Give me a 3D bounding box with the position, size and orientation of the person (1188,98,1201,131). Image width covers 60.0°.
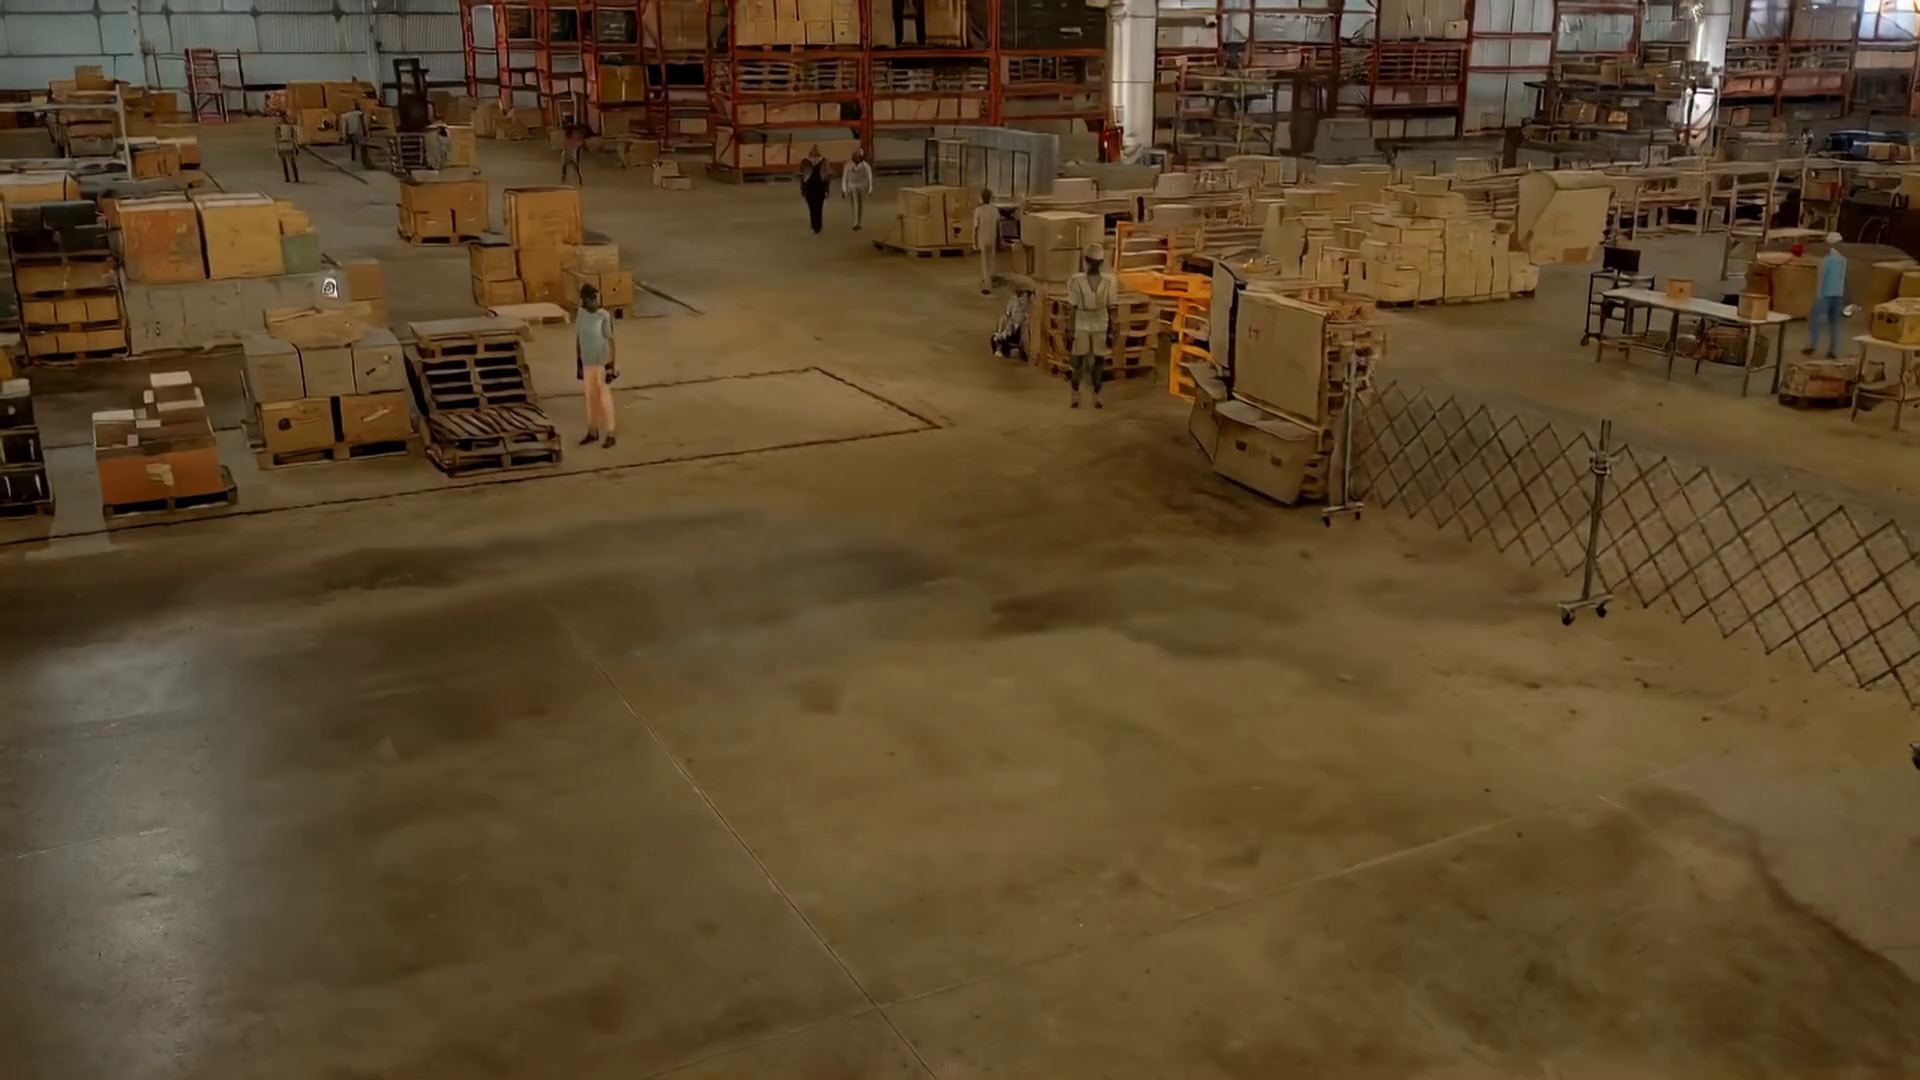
[{"bbox_3d":[8.685,-15.995,62.274,0.644,1.904,0.400,-3,18,-9],"label":"person"}]

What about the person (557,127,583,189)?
[{"bbox_3d":[-10.537,-10.278,44.856,0.556,1.646,0.894,8,20,24],"label":"person"}]

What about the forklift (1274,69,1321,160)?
[{"bbox_3d":[11.142,-13.819,53.915,1.129,2.768,1.873,-9,20,-26],"label":"forklift"}]

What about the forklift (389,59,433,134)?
[{"bbox_3d":[-21.461,-17.300,64.768,1.129,2.768,1.873,-15,23,-39],"label":"forklift"}]

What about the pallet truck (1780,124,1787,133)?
[{"bbox_3d":[25.206,-12.542,52.601,1.601,1.201,0.680,0,18,-2],"label":"pallet truck"}]

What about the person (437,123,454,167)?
[{"bbox_3d":[-13.094,-9.625,42.360,0.355,1.938,0.545,4,18,12],"label":"person"}]

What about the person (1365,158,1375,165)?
[{"bbox_3d":[8.844,-7.430,35.975,0.886,1.646,0.548,-9,20,-25],"label":"person"}]

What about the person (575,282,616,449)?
[{"bbox_3d":[-4.076,-1.945,18.531,0.510,1.871,0.328,7,19,21],"label":"person"}]

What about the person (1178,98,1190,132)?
[{"bbox_3d":[7.427,-13.760,55.301,0.493,1.909,0.736,10,20,27],"label":"person"}]

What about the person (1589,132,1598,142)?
[{"bbox_3d":[20.475,-13.127,53.787,0.378,1.616,0.521,-3,18,-10],"label":"person"}]

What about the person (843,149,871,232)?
[{"bbox_3d":[-2.277,-7.720,36.676,0.601,1.786,0.949,4,18,11],"label":"person"}]

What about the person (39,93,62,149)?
[{"bbox_3d":[-31.481,-14.491,57.579,0.628,1.902,0.460,-9,20,-27],"label":"person"}]

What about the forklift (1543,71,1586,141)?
[{"bbox_3d":[18.685,-13.231,52.085,1.873,2.768,1.129,-9,20,-26],"label":"forklift"}]

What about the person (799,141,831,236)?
[{"bbox_3d":[-3.182,-7.625,35.961,0.678,2.000,0.881,-8,19,-23],"label":"person"}]

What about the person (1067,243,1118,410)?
[{"bbox_3d":[1.610,-2.589,20.253,0.609,2.044,0.395,-1,18,-3],"label":"person"}]

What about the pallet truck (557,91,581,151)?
[{"bbox_3d":[-13.495,-14.412,57.188,0.823,1.965,1.885,-3,18,-9],"label":"pallet truck"}]

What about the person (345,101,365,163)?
[{"bbox_3d":[-19.079,-12.872,52.471,0.611,1.944,0.795,1,18,2],"label":"person"}]

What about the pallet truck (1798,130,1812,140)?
[{"bbox_3d":[25.526,-11.556,49.408,1.630,1.274,0.653,-9,20,-26],"label":"pallet truck"}]

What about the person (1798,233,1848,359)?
[{"bbox_3d":[12.188,-3.428,23.354,0.541,1.730,0.623,-6,19,-19],"label":"person"}]

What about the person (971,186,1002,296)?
[{"bbox_3d":[0.428,-5.109,28.408,0.552,1.856,0.493,-9,20,-26],"label":"person"}]

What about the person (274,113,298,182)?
[{"bbox_3d":[-18.879,-10.989,46.639,0.555,1.922,0.722,-11,21,-31],"label":"person"}]

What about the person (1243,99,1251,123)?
[{"bbox_3d":[11.456,-17.430,66.719,0.517,1.920,0.568,-6,19,-17],"label":"person"}]
